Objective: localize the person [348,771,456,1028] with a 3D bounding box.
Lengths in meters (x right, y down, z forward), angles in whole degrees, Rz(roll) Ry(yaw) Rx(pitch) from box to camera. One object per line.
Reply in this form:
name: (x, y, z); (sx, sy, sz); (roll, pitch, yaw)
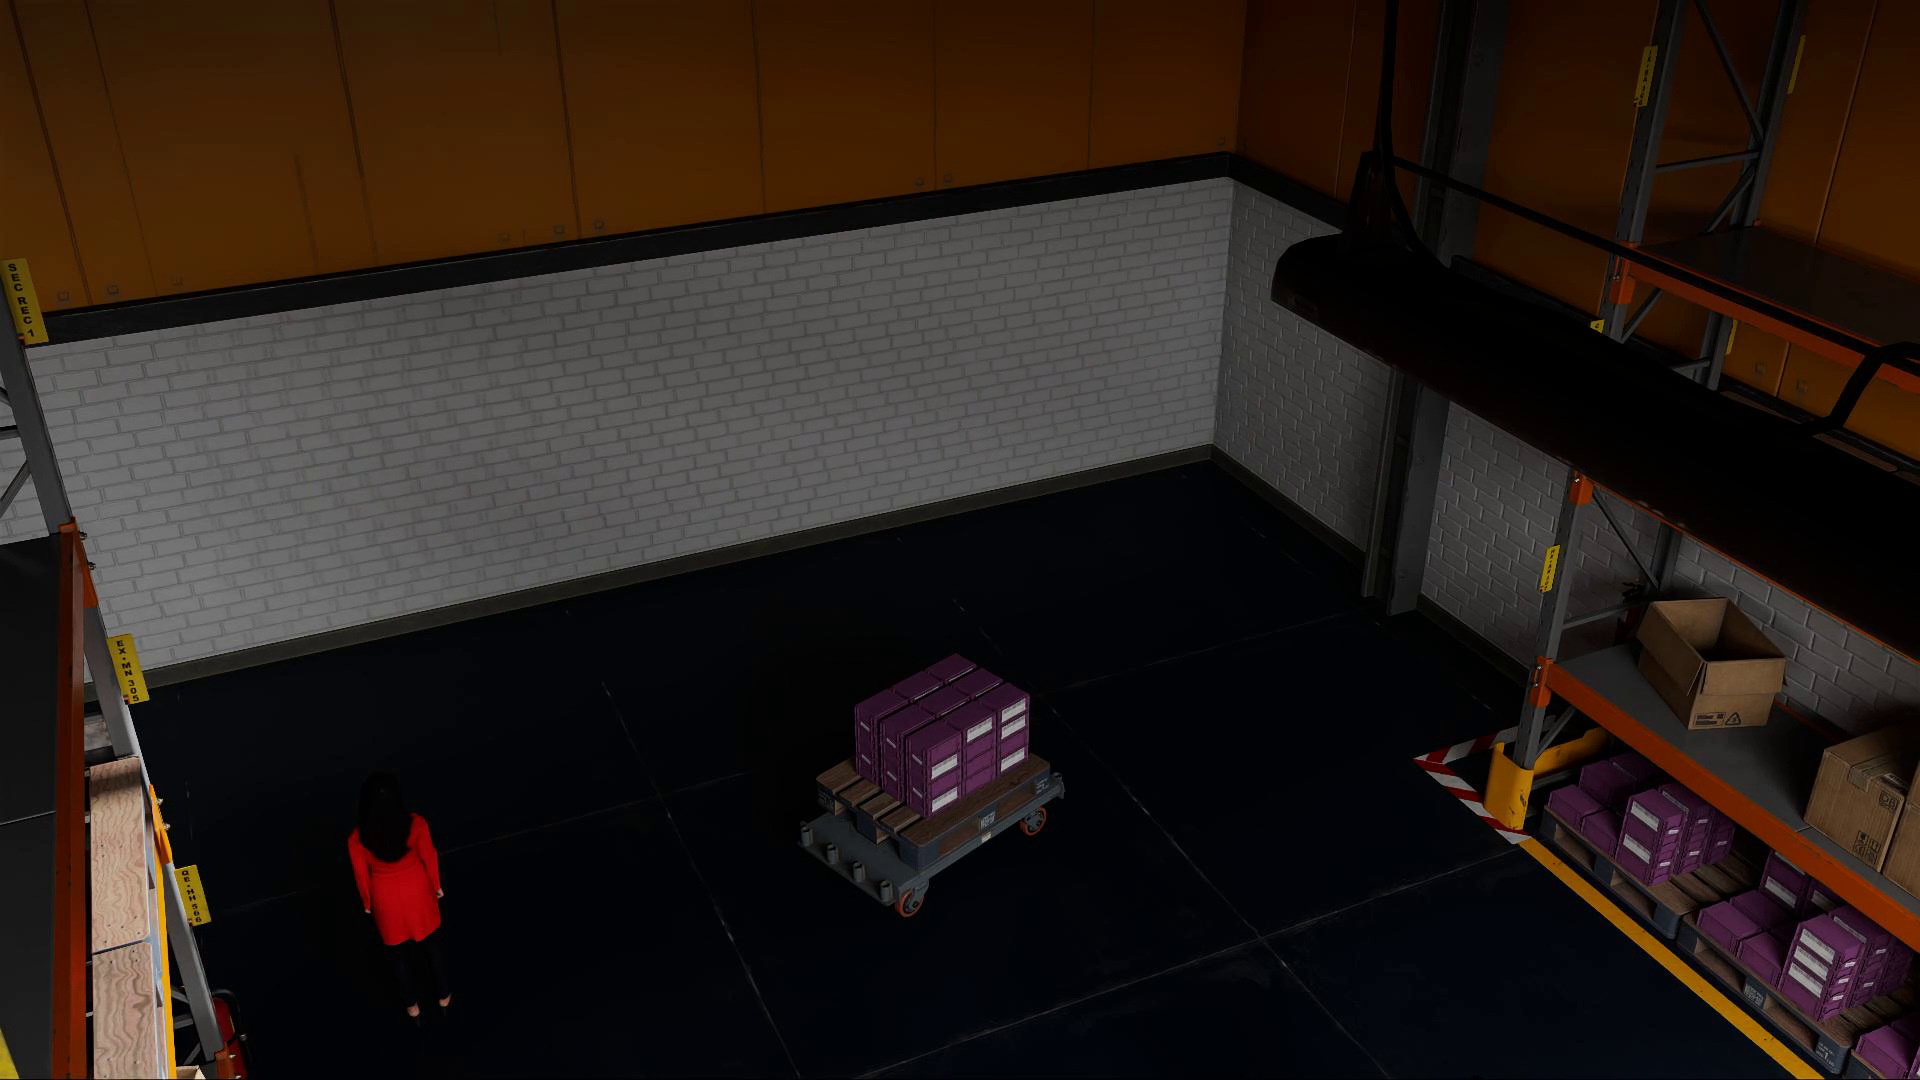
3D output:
person: (-3.140, 2.029, 9.388); (0.602, 1.748, 0.596); (-12, 31, -20)
